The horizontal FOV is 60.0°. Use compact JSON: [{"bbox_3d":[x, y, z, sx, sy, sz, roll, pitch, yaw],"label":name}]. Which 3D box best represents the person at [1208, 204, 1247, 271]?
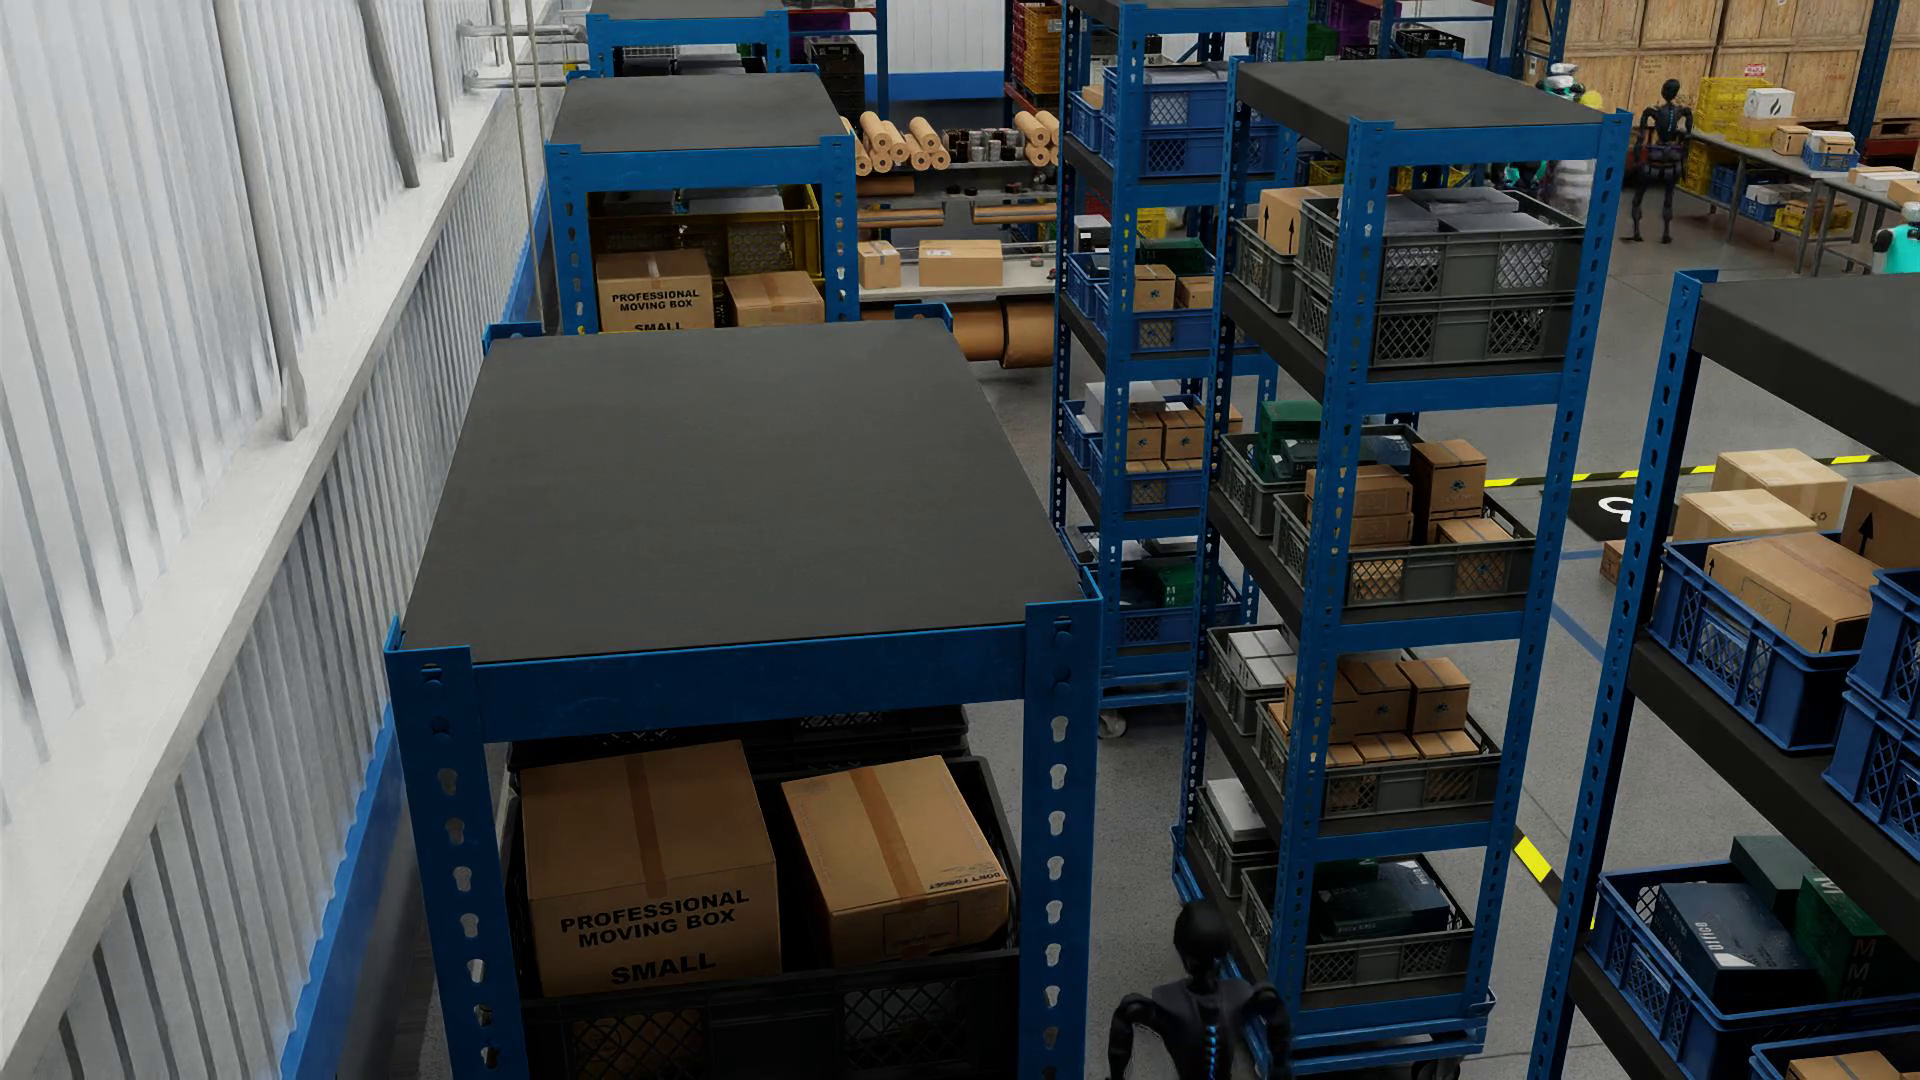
[{"bbox_3d":[2.528,-3.336,15.429,0.390,2.044,0.607,-8,26,-17],"label":"person"}]

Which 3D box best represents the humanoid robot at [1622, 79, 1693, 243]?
[{"bbox_3d":[7.162,-3.863,17.006,0.599,1.636,0.401,1,25,2],"label":"humanoid robot"}]

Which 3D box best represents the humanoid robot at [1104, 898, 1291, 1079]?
[{"bbox_3d":[0.674,1.788,4.797,0.601,1.638,0.756,-3,25,-7],"label":"humanoid robot"}]

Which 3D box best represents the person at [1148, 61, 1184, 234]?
[{"bbox_3d":[1.991,-4.119,17.437,0.624,1.782,0.996,-11,27,-22],"label":"person"}]

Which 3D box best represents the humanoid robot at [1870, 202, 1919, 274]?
[{"bbox_3d":[6.650,-1.439,11.675,0.540,1.760,0.908,1,25,2],"label":"humanoid robot"}]

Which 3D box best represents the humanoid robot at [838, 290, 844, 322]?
[{"bbox_3d":[-1.056,-1.177,11.174,0.615,1.649,0.356,-10,26,-20],"label":"humanoid robot"}]

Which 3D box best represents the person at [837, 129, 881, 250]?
[{"bbox_3d":[-0.847,-2.336,13.373,0.454,1.937,0.726,14,28,28],"label":"person"}]

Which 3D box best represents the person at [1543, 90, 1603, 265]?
[{"bbox_3d":[5.787,-3.280,15.576,0.618,1.811,0.435,18,30,33],"label":"person"}]

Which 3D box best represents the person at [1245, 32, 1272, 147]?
[{"bbox_3d":[3.379,-5.005,19.248,0.361,1.882,0.573,18,30,33],"label":"person"}]

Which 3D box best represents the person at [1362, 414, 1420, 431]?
[{"bbox_3d":[1.948,0.188,7.993,0.596,1.852,0.365,-3,25,-6],"label":"person"}]

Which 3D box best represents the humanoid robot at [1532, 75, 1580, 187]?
[{"bbox_3d":[5.800,-3.882,17.027,0.537,1.797,0.838,-13,28,-26],"label":"humanoid robot"}]

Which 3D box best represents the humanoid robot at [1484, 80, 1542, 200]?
[{"bbox_3d":[5.464,-3.560,16.287,0.544,1.759,0.830,-9,26,-18],"label":"humanoid robot"}]

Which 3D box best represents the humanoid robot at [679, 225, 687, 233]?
[{"bbox_3d":[-1.995,-1.341,11.358,0.726,1.715,0.532,17,30,33],"label":"humanoid robot"}]

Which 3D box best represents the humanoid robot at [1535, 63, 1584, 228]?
[{"bbox_3d":[6.345,-4.116,17.482,0.690,1.777,0.539,-18,30,-33],"label":"humanoid robot"}]

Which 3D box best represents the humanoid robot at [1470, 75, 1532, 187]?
[{"bbox_3d":[5.402,-3.653,16.502,0.544,1.779,0.869,-7,26,-16],"label":"humanoid robot"}]

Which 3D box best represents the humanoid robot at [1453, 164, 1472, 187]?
[{"bbox_3d":[5.480,-4.244,17.842,0.598,1.645,0.411,3,25,6],"label":"humanoid robot"}]

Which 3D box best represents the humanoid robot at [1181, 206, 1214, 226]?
[{"bbox_3d":[2.583,-4.075,17.465,0.390,1.636,0.610,-18,30,-34],"label":"humanoid robot"}]

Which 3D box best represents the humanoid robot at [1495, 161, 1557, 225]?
[{"bbox_3d":[5.208,-3.174,15.541,0.585,1.649,0.663,-2,25,-4],"label":"humanoid robot"}]
